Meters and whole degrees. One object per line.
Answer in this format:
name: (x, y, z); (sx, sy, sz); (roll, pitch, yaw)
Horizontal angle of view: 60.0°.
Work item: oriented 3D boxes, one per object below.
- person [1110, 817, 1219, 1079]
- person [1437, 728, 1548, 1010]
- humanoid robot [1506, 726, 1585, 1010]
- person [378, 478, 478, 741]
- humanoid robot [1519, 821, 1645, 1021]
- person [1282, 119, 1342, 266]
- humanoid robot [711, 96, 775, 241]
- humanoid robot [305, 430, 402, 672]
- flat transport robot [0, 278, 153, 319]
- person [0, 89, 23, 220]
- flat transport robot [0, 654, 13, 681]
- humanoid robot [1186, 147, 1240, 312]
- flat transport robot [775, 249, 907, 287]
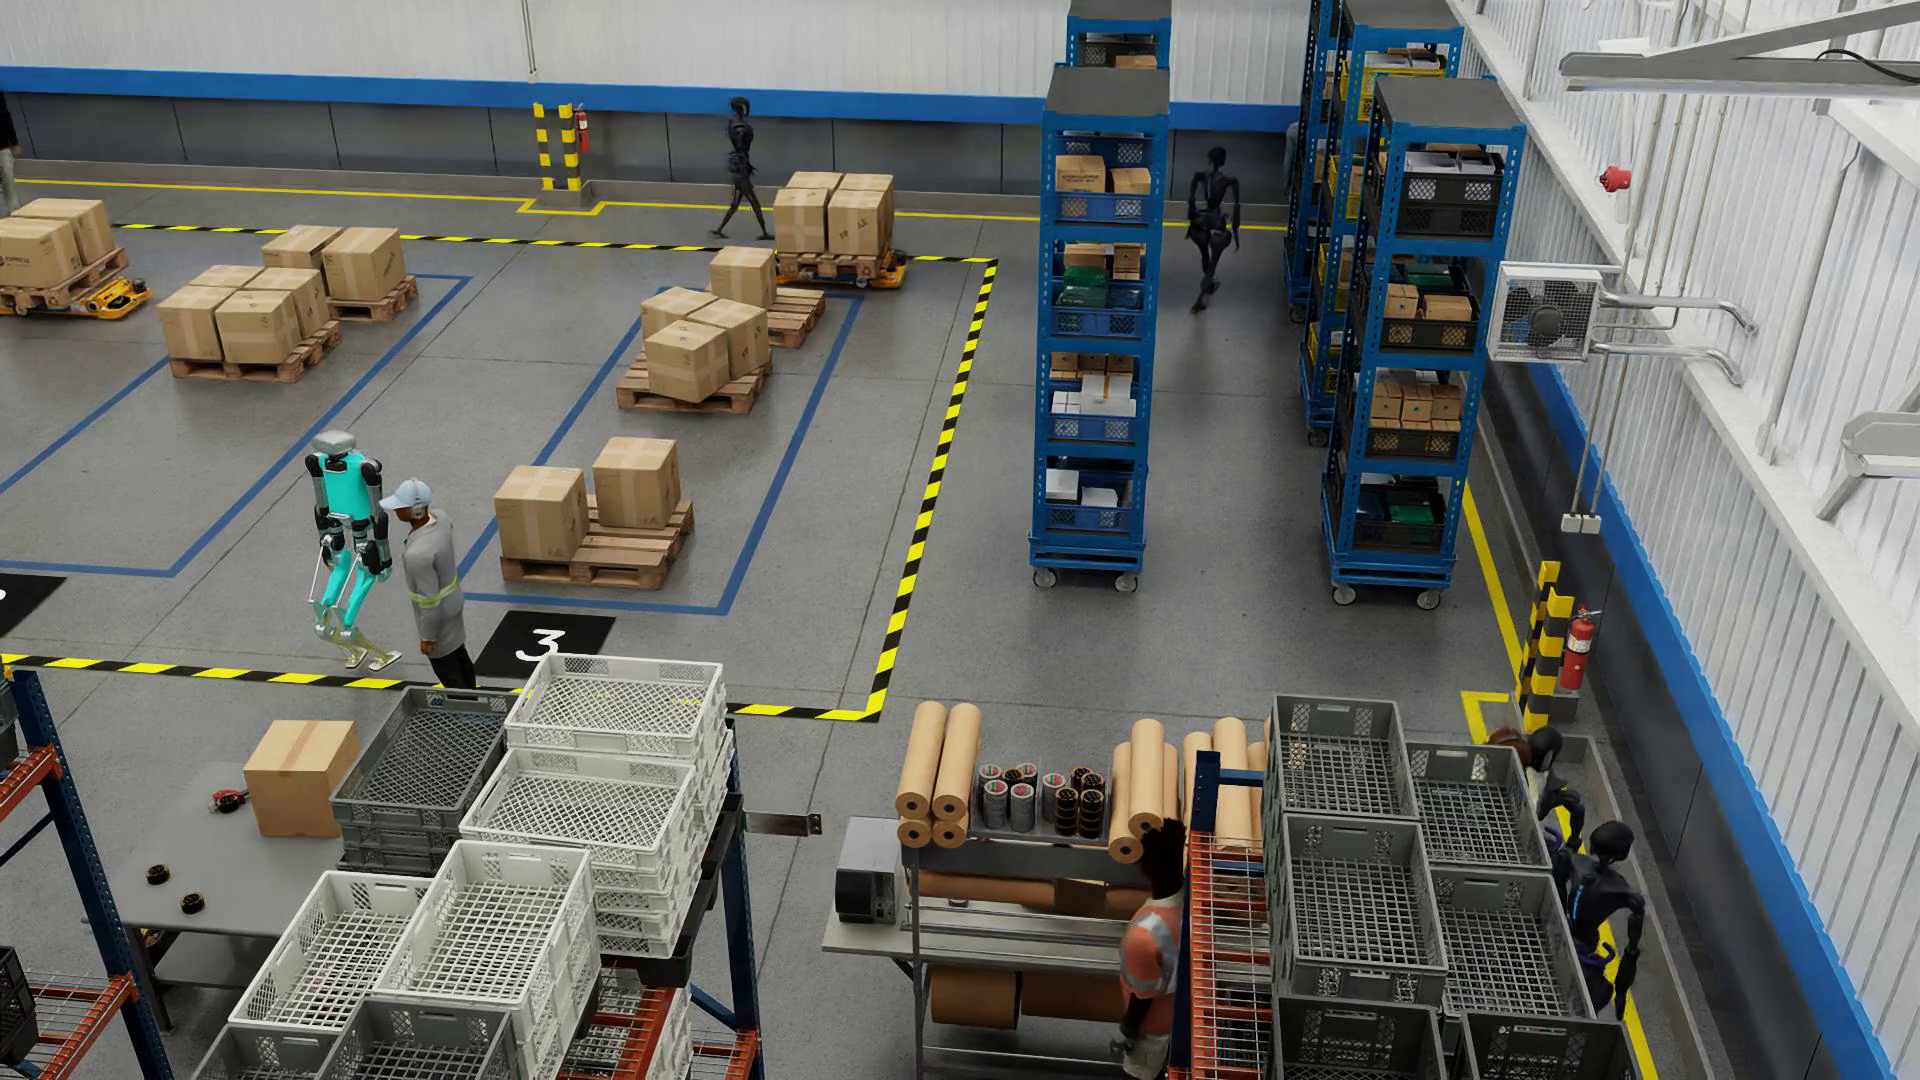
person: (0.890, 2.045, 7.474); (0.367, 1.966, 0.602); (21, 36, 32)
person: (2.622, 1.605, 8.411); (0.660, 1.785, 0.810); (-7, 31, -12)
humanoid robot: (2.823, 1.637, 8.448); (0.615, 1.655, 0.330); (22, 37, 33)
person: (-3.278, 0.442, 10.340); (0.381, 1.851, 0.597); (-2, 30, -3)
humanoid robot: (2.885, 1.995, 7.860); (0.416, 1.638, 0.591); (-20, 36, -30)
person: (3.688, -3.746, 17.449); (0.628, 1.939, 0.373); (2, 30, 3)
humanoid robot: (-2.421, -4.088, 18.361); (0.782, 1.644, 0.608); (-2, 30, -3)
humanoid robot: (-4.048, 0.149, 10.829); (0.533, 1.673, 0.735); (9, 31, 15)
flat transport robot: (-9.087, -2.496, 16.933); (1.431, 0.197, 0.652); (3, 30, 6)
person: (-10.894, -4.438, 18.702); (0.444, 1.873, 0.580); (19, 35, 29)
flat transport robot: (-7.142, 0.969, 11.010); (1.431, 0.231, 0.659); (3, 30, 6)
humanoid robot: (2.544, -3.154, 16.744); (0.601, 1.623, 0.791); (19, 35, 29)
flat transport robot: (-1.311, -2.915, 17.653); (1.431, 0.197, 0.652); (3, 30, 6)
